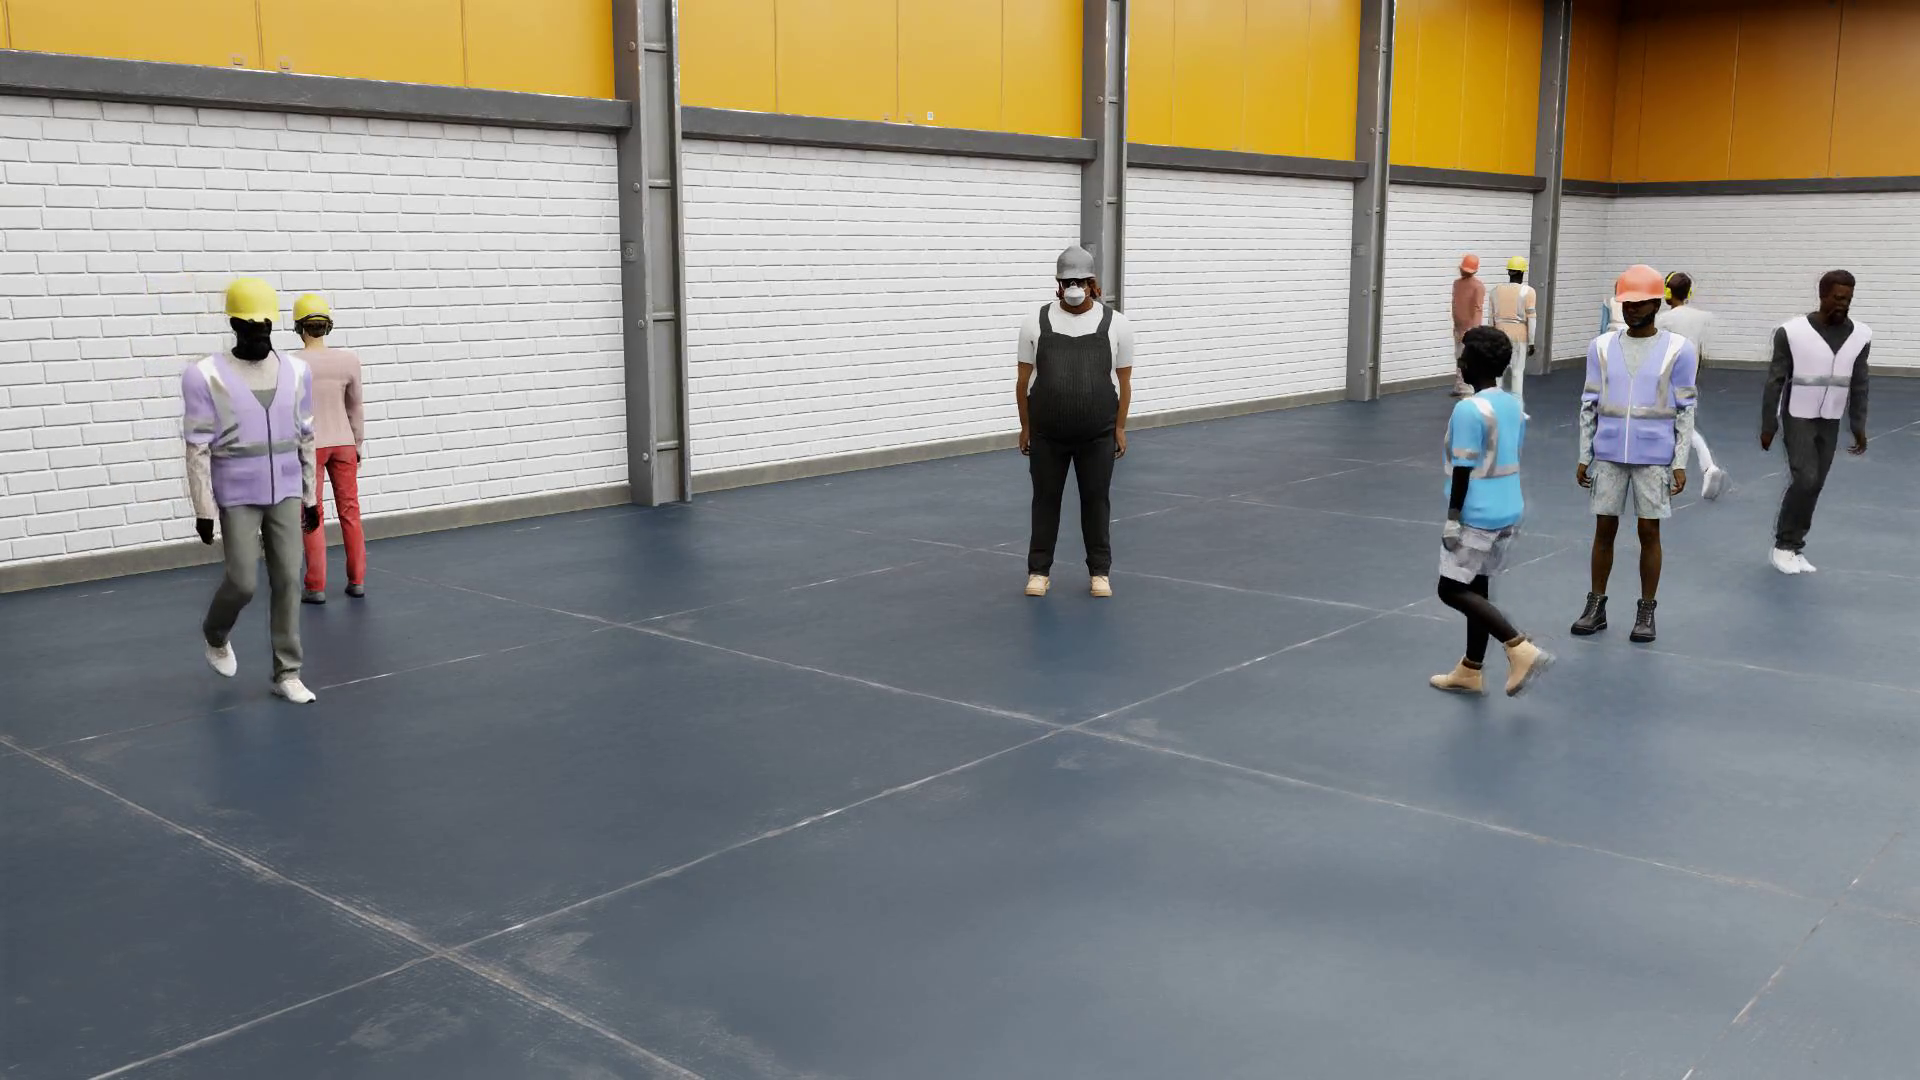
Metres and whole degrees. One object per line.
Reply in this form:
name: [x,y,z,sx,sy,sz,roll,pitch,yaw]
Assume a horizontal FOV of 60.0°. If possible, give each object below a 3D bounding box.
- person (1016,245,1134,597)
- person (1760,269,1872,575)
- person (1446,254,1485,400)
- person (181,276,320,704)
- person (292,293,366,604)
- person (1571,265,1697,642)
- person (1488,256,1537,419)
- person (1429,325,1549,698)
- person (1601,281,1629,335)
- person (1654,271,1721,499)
person: [0.661,-0.678,9.642,0.684,2.000,0.538,1,10,4]
person: [5.317,-0.718,10.298,0.593,1.895,0.553,-2,10,-9]
person: [6.711,-2.833,22.209,0.443,1.946,0.792,-3,10,-15]
person: [-3.182,-0.222,7.452,0.632,1.906,0.584,9,13,41]
person: [-3.656,-0.517,9.506,0.314,1.768,0.527,9,14,43]
person: [3.463,-0.440,8.579,0.553,1.935,0.364,7,12,35]
person: [6.540,-2.389,19.705,0.588,1.927,0.370,9,14,42]
person: [2.360,-0.101,7.348,0.509,1.684,0.541,8,13,40]
person: [9.126,-2.815,23.029,0.516,1.612,0.730,8,13,37]
person: [5.864,-1.251,13.512,0.533,1.837,0.824,-2,10,-13]
